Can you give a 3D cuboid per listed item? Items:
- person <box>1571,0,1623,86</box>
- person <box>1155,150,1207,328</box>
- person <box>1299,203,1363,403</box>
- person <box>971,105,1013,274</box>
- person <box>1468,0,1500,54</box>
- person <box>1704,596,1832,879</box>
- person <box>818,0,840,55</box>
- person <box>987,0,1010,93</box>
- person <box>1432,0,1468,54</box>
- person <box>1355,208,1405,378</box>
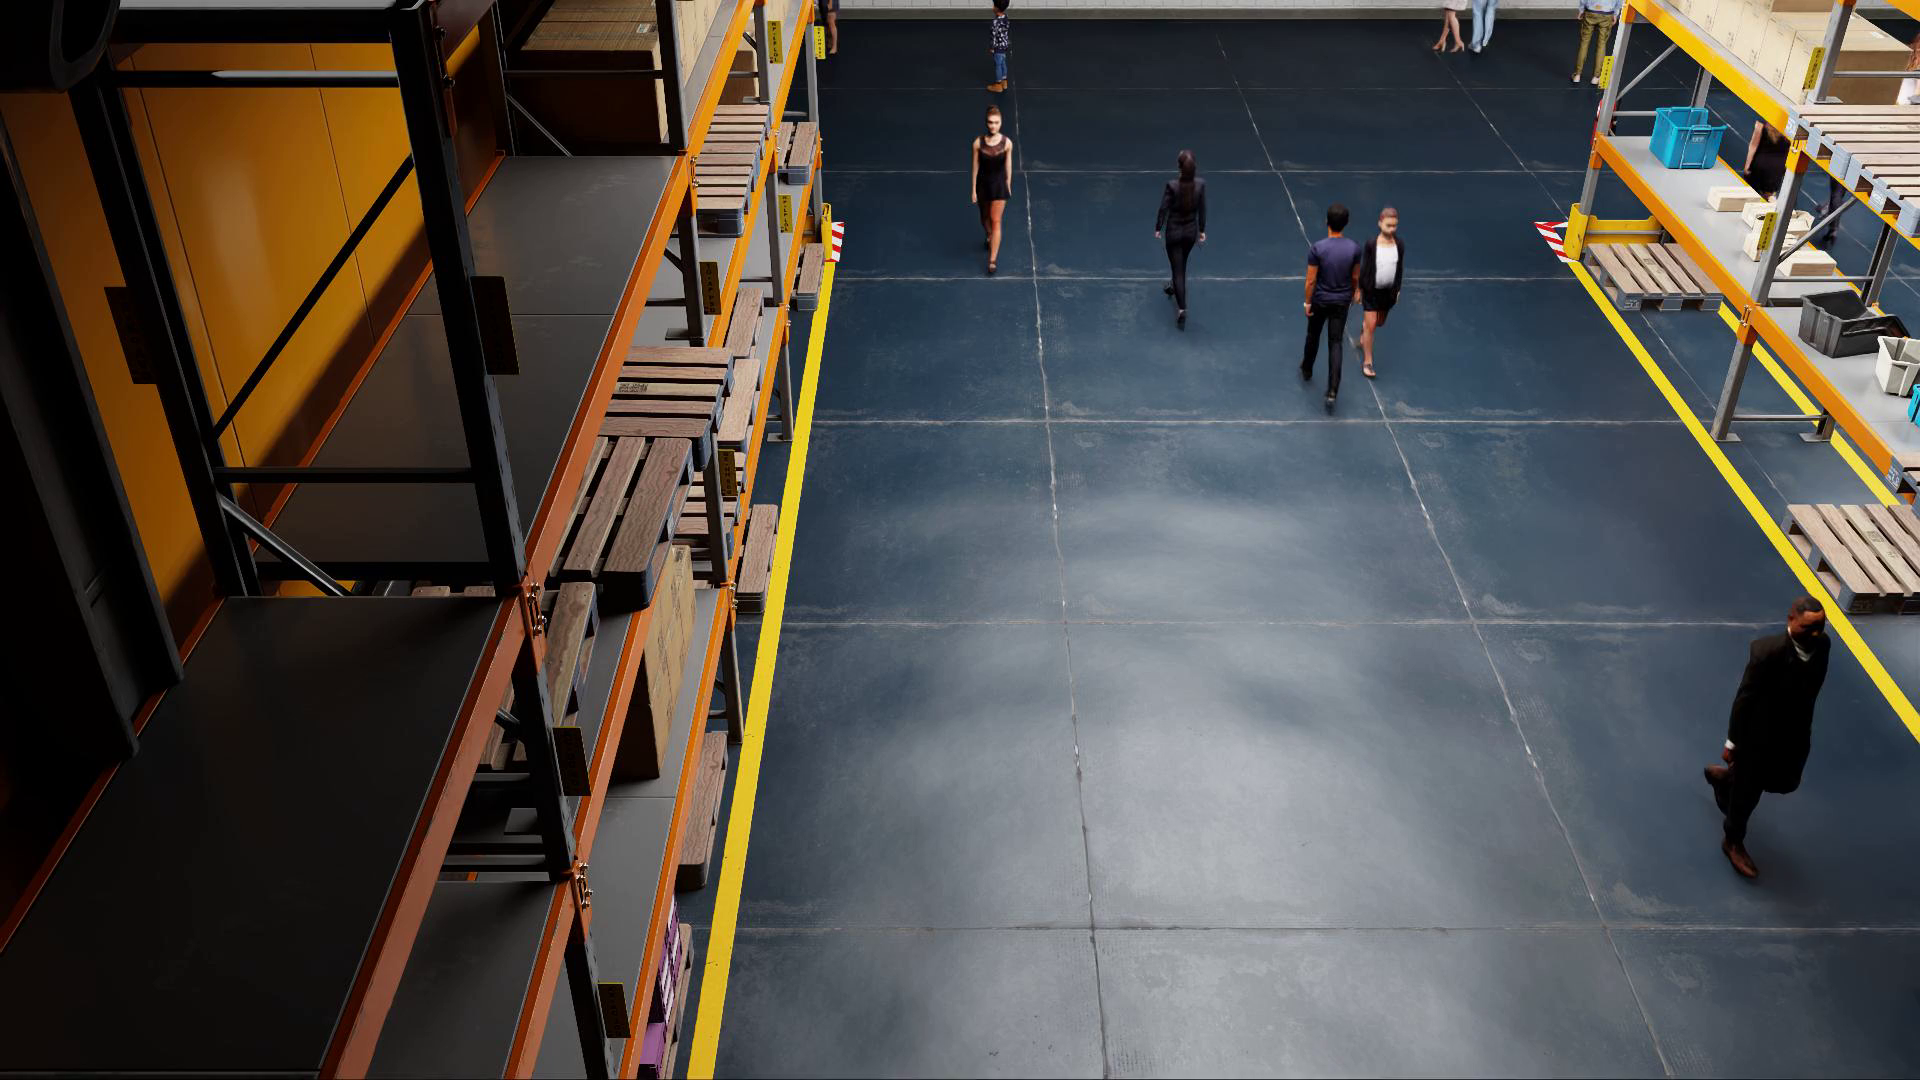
[{"bbox_3d":[8.436,-6.959,21.969,0.753,1.811,0.704,12,35,17],"label":"person"},{"bbox_3d":[2.147,-2.858,15.932,0.765,1.663,1.079,-7,34,-11],"label":"person"},{"bbox_3d":[3.284,-2.051,14.633,0.683,1.756,1.135,2,34,3],"label":"person"},{"bbox_3d":[0.322,-3.661,17.166,0.611,1.634,1.123,2,34,3],"label":"person"},{"bbox_3d":[7.343,-7.666,23.004,0.680,1.841,0.629,-2,34,-3],"label":"person"},{"bbox_3d":[4.737,1.075,9.811,0.861,1.890,1.031,-8,35,-12],"label":"person"},{"bbox_3d":[-1.856,-7.576,23.140,0.859,1.541,0.712,-13,36,-18],"label":"person"},{"bbox_3d":[0.514,-6.530,21.829,0.634,1.250,0.545,18,38,25],"label":"person"},{"bbox_3d":[6.878,-7.569,22.934,0.854,1.757,0.914,-23,40,-30],"label":"person"},{"bbox_3d":[3.822,-2.329,15.252,0.547,1.535,0.952,-1,34,-1],"label":"person"}]
